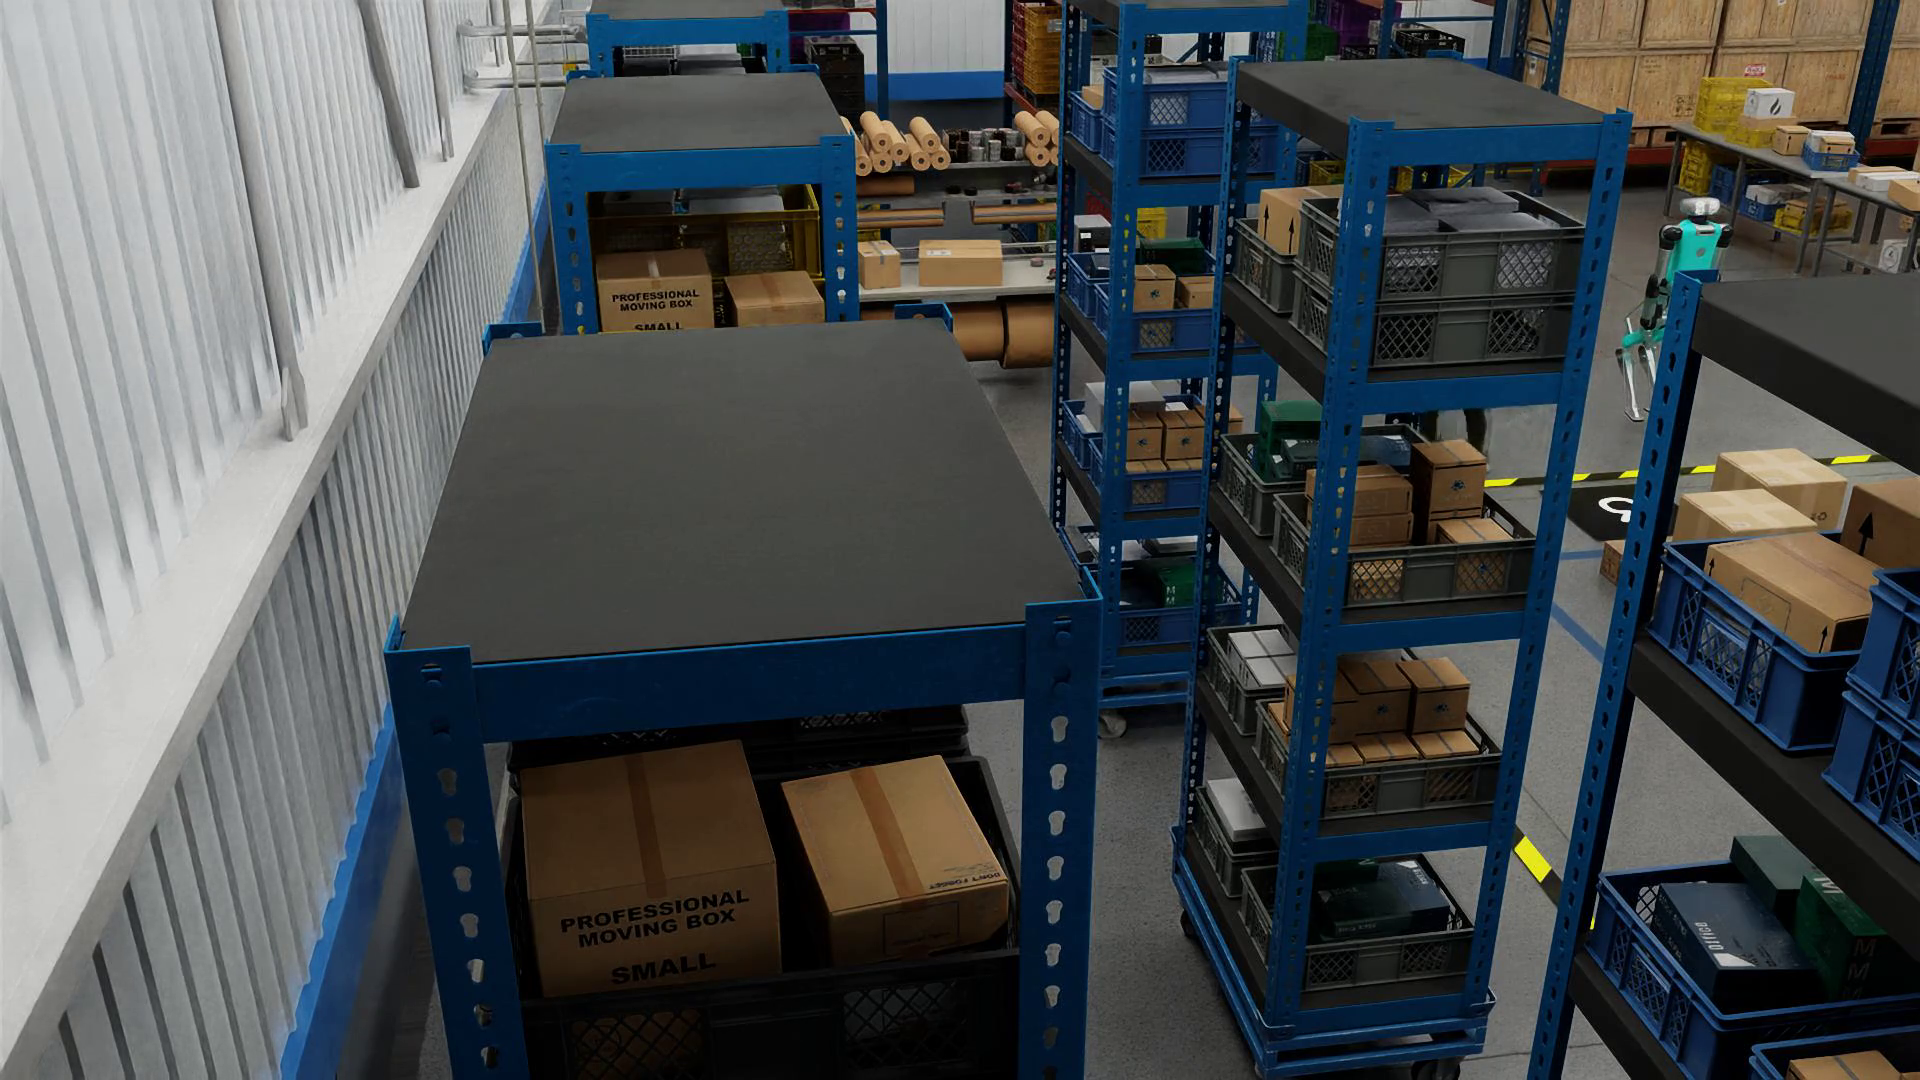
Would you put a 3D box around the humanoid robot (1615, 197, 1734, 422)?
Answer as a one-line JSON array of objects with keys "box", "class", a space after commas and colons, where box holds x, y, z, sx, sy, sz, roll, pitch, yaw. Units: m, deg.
[{"box": [5.108, -1.714, 12.107, 0.533, 1.677, 0.735, -4, 25, -9], "class": "humanoid robot"}]

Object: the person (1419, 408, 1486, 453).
[{"box": [3.307, -1.292, 11.238, 0.720, 1.826, 0.602, -3, 25, -7], "class": "person"}]
